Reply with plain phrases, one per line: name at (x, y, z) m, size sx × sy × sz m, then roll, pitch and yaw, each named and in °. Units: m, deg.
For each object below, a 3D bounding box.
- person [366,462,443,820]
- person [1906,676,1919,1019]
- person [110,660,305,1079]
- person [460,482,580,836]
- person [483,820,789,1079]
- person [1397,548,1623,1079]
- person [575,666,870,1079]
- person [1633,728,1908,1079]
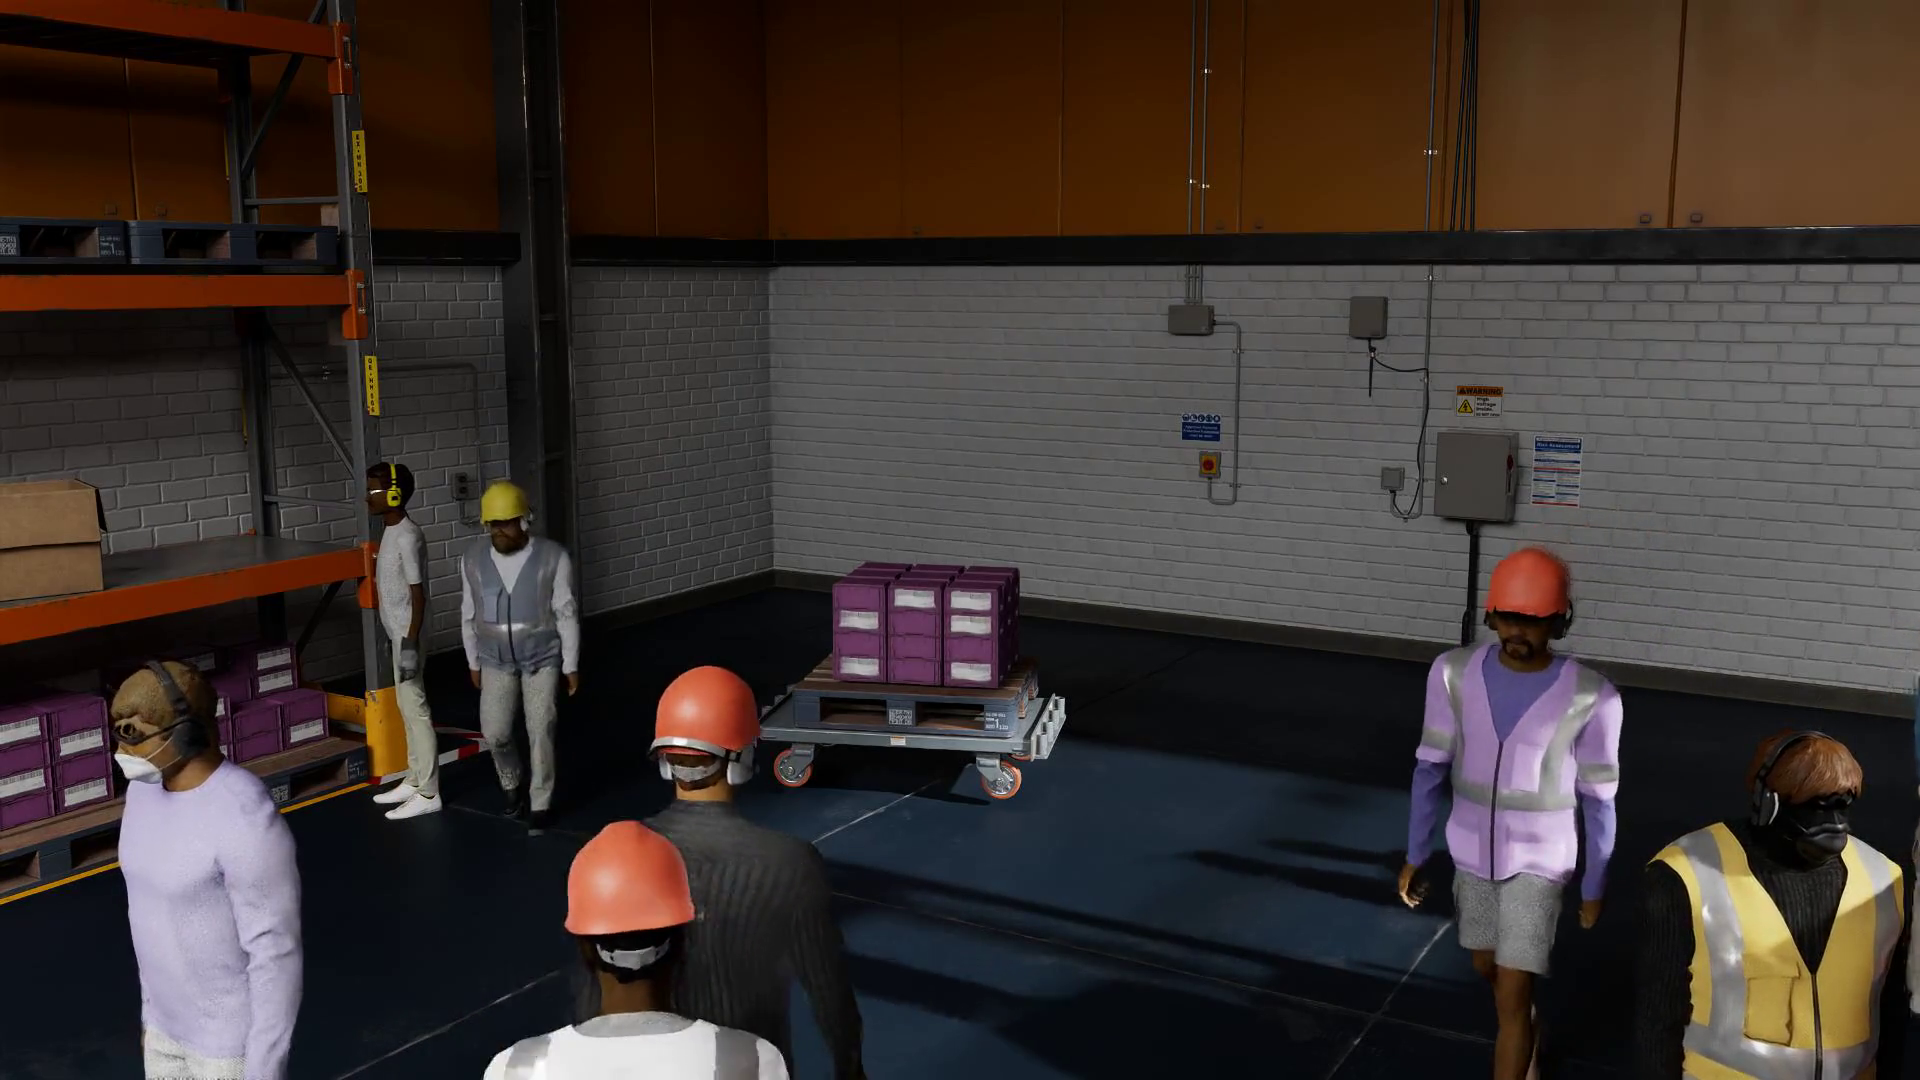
person at (-2.923, 0.520, 8.704) m, size 0.331 × 1.874 × 0.519 m, roll -4°, pitch 10°, yaw -26°
person at (3.952, 1.019, 6.437) m, size 0.867 × 1.588 × 0.514 m, roll -8°, pitch 12°, yaw -40°
person at (-1.841, 1.227, 4.104) m, size 0.629 × 1.932 × 0.377 m, roll 7°, pitch 12°, yaw 38°
person at (-2.218, 0.599, 8.412) m, size 0.609 × 1.812 × 0.412 m, roll -1°, pitch 9°, yaw -4°
person at (-0.546, 1.468, 2.804) m, size 0.557 × 1.886 × 0.865 m, roll -2°, pitch 9°, yaw -10°
person at (1.814, 0.990, 5.383) m, size 0.611 × 2.009 × 0.988 m, roll 8°, pitch 12°, yaw 40°
person at (-0.549, 1.255, 3.931) m, size 0.628 × 1.933 × 1.067 m, roll 4°, pitch 10°, yaw 22°
person at (1.855, 1.323, 3.817) m, size 0.626 × 1.837 × 0.428 m, roll 0°, pitch 9°, yaw 0°
